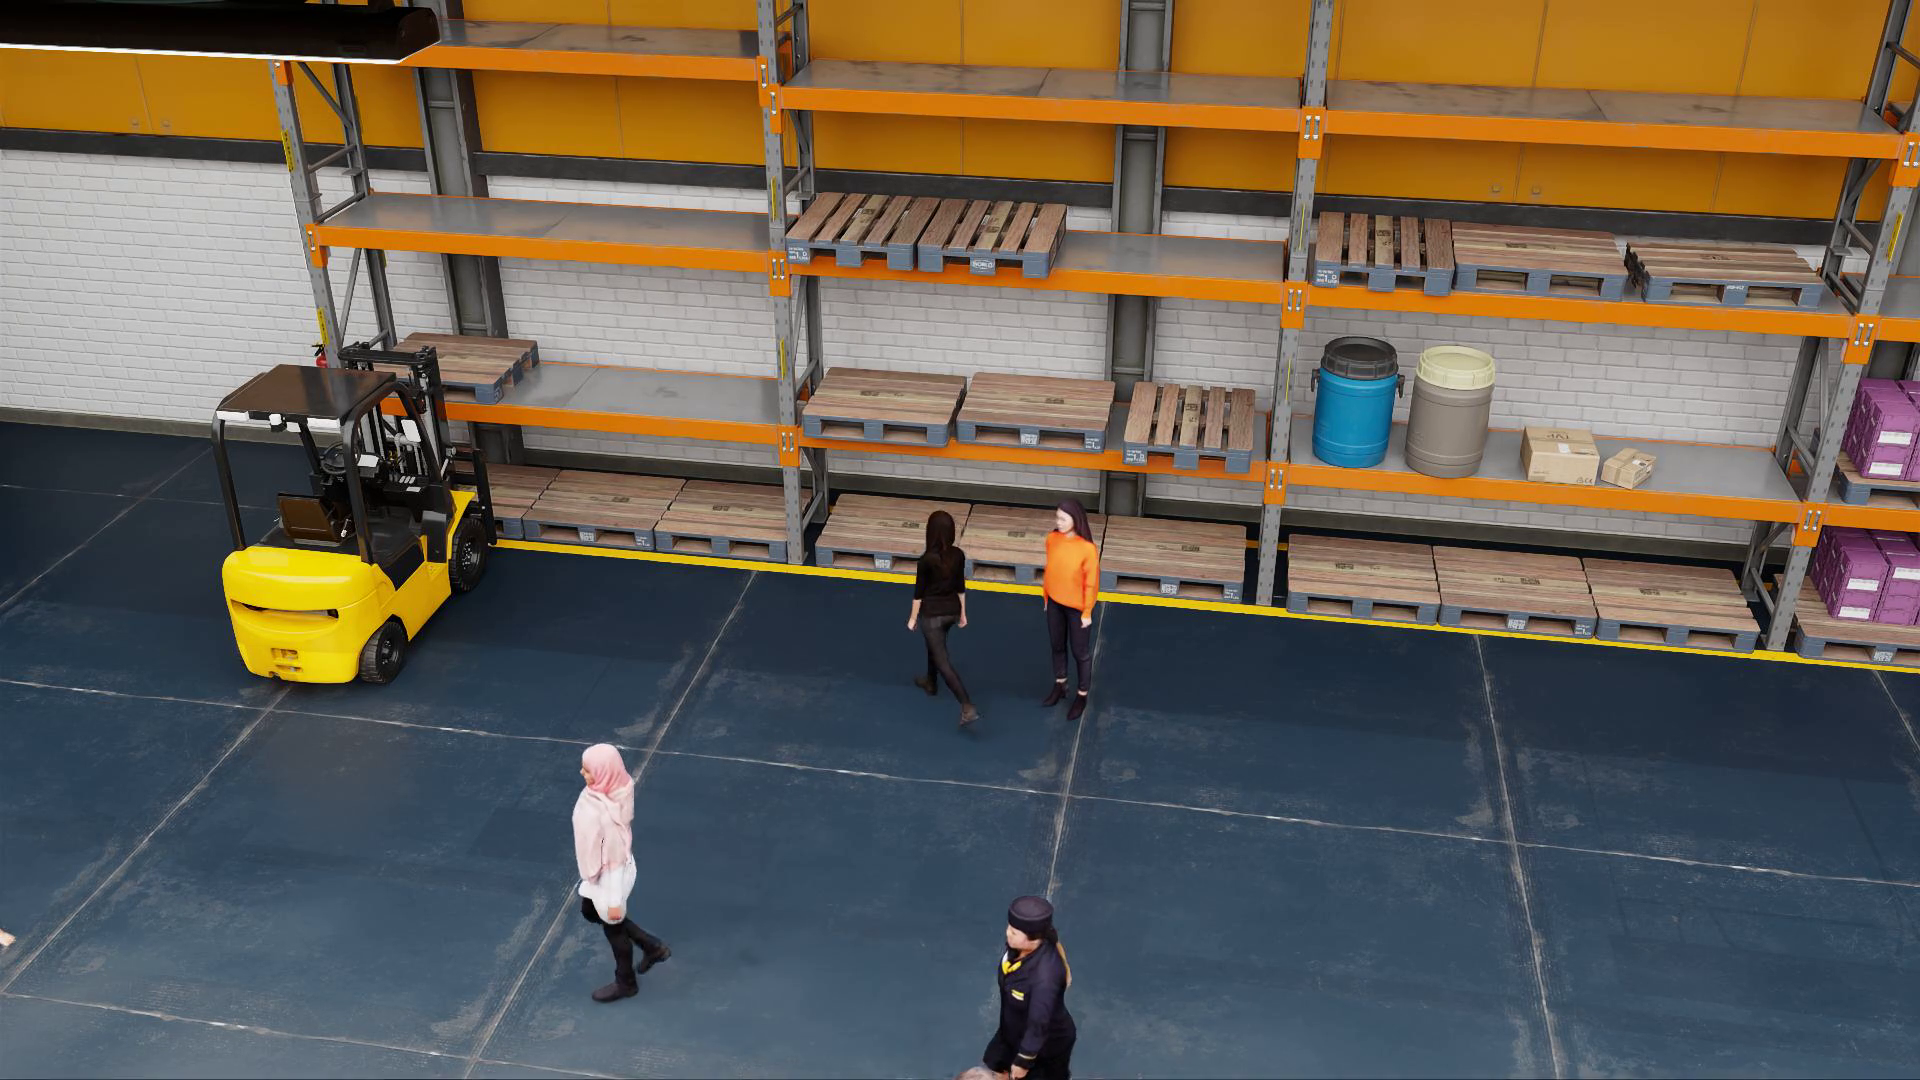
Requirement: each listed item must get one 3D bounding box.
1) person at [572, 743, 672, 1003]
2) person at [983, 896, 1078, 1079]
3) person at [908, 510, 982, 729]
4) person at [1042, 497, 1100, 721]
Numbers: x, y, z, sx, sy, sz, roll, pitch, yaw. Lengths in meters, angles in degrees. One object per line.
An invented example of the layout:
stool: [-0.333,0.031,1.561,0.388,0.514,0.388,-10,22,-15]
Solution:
person: [-1.885,1.885,9.432,0.858,1.797,0.796,-8,30,-14]
person: [0.461,2.504,8.462,1.162,1.639,1.003,-9,30,-17]
person: [-0.097,0.595,11.998,0.992,1.605,1.124,-23,36,-36]
person: [0.806,0.469,12.080,0.661,1.748,0.766,23,36,36]
